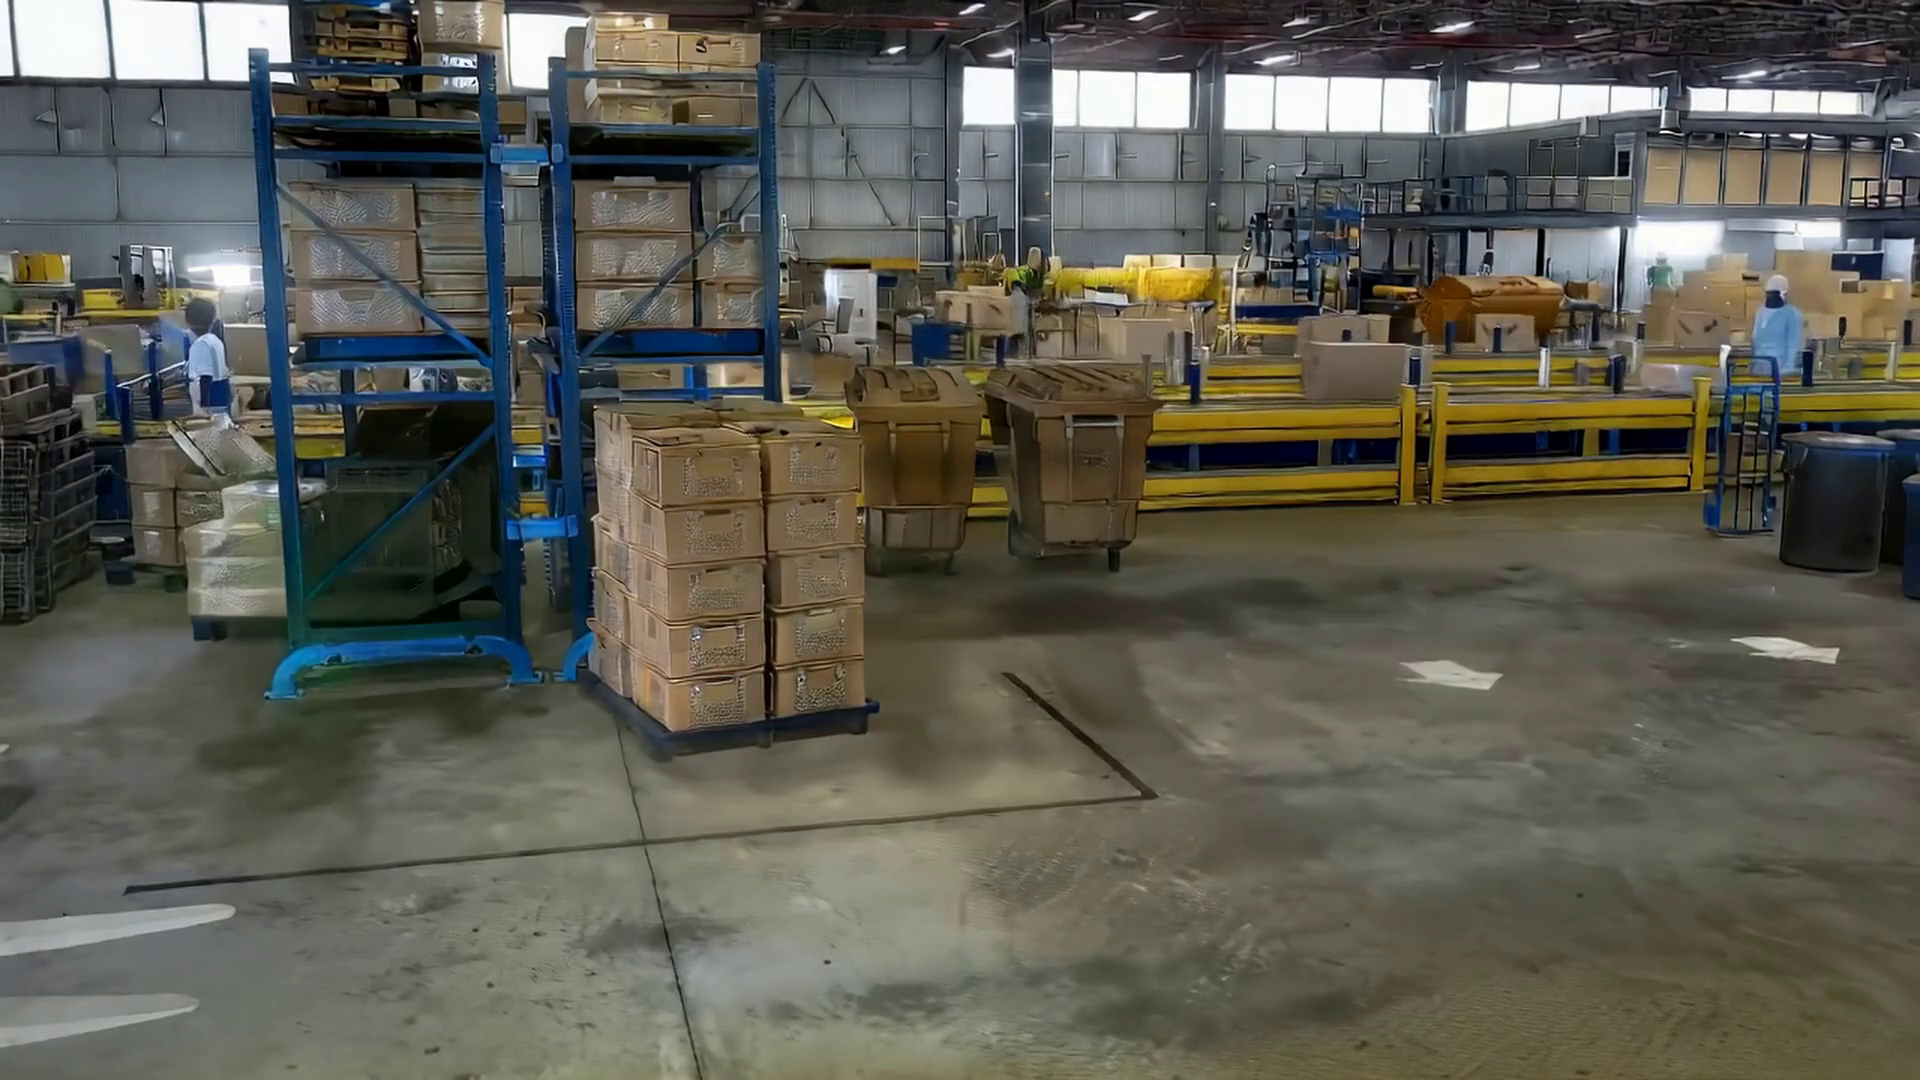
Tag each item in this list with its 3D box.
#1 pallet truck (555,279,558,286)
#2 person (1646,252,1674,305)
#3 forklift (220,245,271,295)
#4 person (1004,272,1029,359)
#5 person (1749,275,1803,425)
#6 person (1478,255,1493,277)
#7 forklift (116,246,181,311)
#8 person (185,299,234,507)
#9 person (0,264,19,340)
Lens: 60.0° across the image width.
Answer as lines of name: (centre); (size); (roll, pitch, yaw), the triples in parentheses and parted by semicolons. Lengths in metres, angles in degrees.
pallet truck: (-10.604, -6.375, 44.520); (0.653, 1.274, 1.630); (-3, 10, -15)
person: (16.567, -5.830, 39.477); (0.641, 1.988, 1.035); (1, 10, 3)
forklift: (-17.749, -6.334, 41.440); (1.157, 1.987, 2.680); (-3, 10, -17)
person: (0.765, -2.882, 23.426); (0.317, 1.767, 0.534); (7, 12, 36)
person: (8.696, -1.918, 17.811); (0.431, 1.818, 0.618); (-3, 10, -17)
person: (17.869, -8.791, 56.676); (0.582, 1.842, 0.976); (-3, 10, -14)
forklift: (-19.966, -6.232, 40.894); (1.157, 1.987, 2.680); (-3, 10, -15)
person: (-6.106, -1.104, 13.547); (0.319, 1.698, 0.538); (-1, 10, -8)
person: (-18.745, -4.487, 32.453); (0.593, 1.790, 0.923); (4, 11, 21)
